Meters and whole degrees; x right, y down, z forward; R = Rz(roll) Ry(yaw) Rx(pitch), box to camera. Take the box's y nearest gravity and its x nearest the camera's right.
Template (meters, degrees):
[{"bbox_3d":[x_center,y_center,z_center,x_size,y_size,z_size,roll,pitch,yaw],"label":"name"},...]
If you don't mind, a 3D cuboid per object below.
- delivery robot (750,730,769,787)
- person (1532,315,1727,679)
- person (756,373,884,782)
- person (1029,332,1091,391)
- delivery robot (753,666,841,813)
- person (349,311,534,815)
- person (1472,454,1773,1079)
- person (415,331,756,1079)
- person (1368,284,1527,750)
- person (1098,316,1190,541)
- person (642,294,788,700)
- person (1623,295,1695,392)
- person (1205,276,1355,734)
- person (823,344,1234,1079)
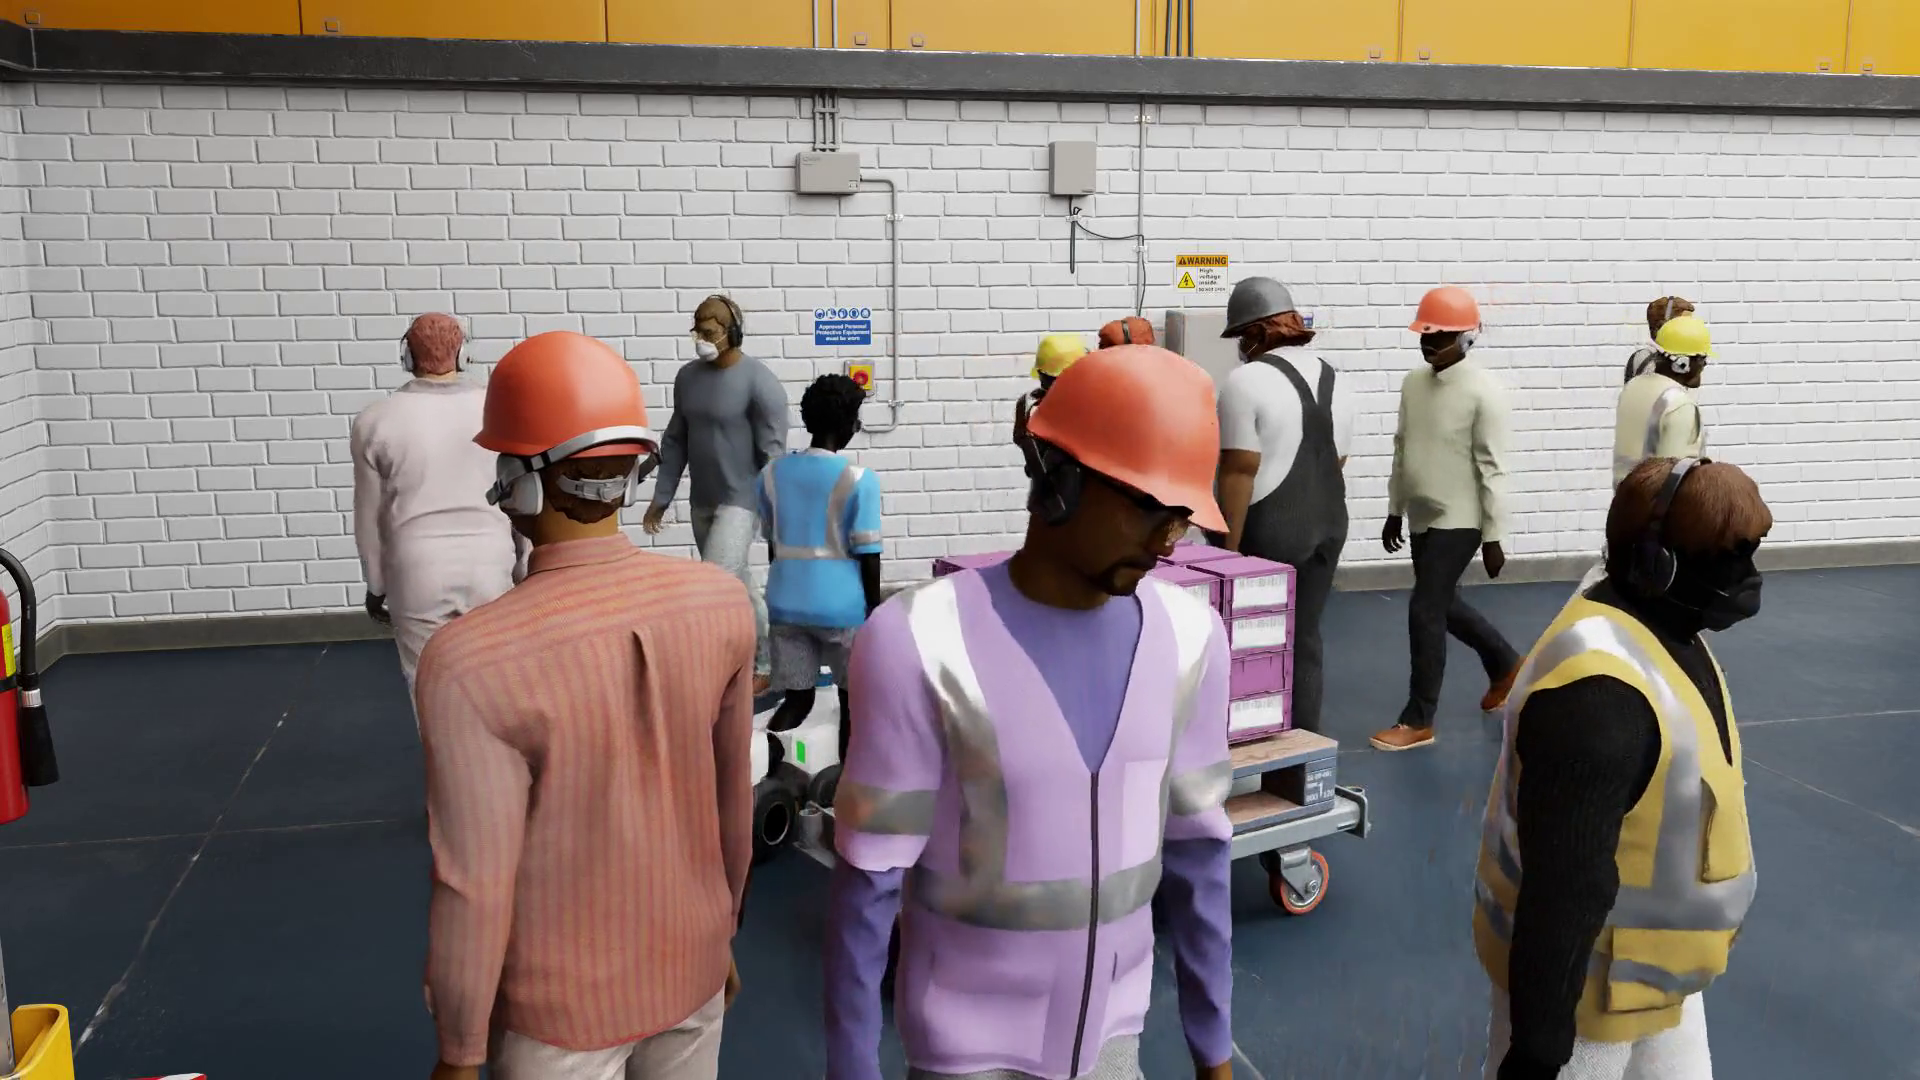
[{"bbox_3d":[-0.965,0.810,5.600,0.477,0.478,0.707,6,12,31],"label":"delivery robot"},{"bbox_3d":[3.247,-0.179,7.946,0.927,1.792,0.592,-2,10,-10],"label":"person"},{"bbox_3d":[-0.528,0.257,5.820,0.544,1.670,0.603,5,12,27],"label":"person"},{"bbox_3d":[0.541,-0.041,7.271,0.520,1.738,0.579,-1,10,-4],"label":"person"},{"bbox_3d":[-0.509,0.710,6.156,0.477,0.478,0.707,6,12,30],"label":"delivery robot"},{"bbox_3d":[-1.804,0.135,5.929,0.642,1.884,0.551,-6,12,-30],"label":"person"},{"bbox_3d":[1.034,0.721,2.922,0.855,1.802,0.663,7,13,35],"label":"person"},{"bbox_3d":[-0.569,0.679,2.593,0.379,1.996,0.610,8,13,37],"label":"person"},{"bbox_3d":[2.157,-0.102,7.060,0.878,1.957,0.637,-3,11,-18],"label":"person"},{"bbox_3d":[0.773,0.054,6.497,0.959,1.856,0.629,2,10,12],"label":"person"},{"bbox_3d":[-1.072,-0.132,7.444,0.661,1.890,0.875,10,14,43],"label":"person"},{"bbox_3d":[3.646,-0.360,8.772,0.326,1.841,0.514,-1,10,-5],"label":"person"},{"bbox_3d":[1.188,-0.029,6.392,0.710,2.000,0.619,-7,12,-34],"label":"person"},{"bbox_3d":[0.073,0.698,2.513,0.656,1.996,0.691,-5,12,-28],"label":"person"}]
